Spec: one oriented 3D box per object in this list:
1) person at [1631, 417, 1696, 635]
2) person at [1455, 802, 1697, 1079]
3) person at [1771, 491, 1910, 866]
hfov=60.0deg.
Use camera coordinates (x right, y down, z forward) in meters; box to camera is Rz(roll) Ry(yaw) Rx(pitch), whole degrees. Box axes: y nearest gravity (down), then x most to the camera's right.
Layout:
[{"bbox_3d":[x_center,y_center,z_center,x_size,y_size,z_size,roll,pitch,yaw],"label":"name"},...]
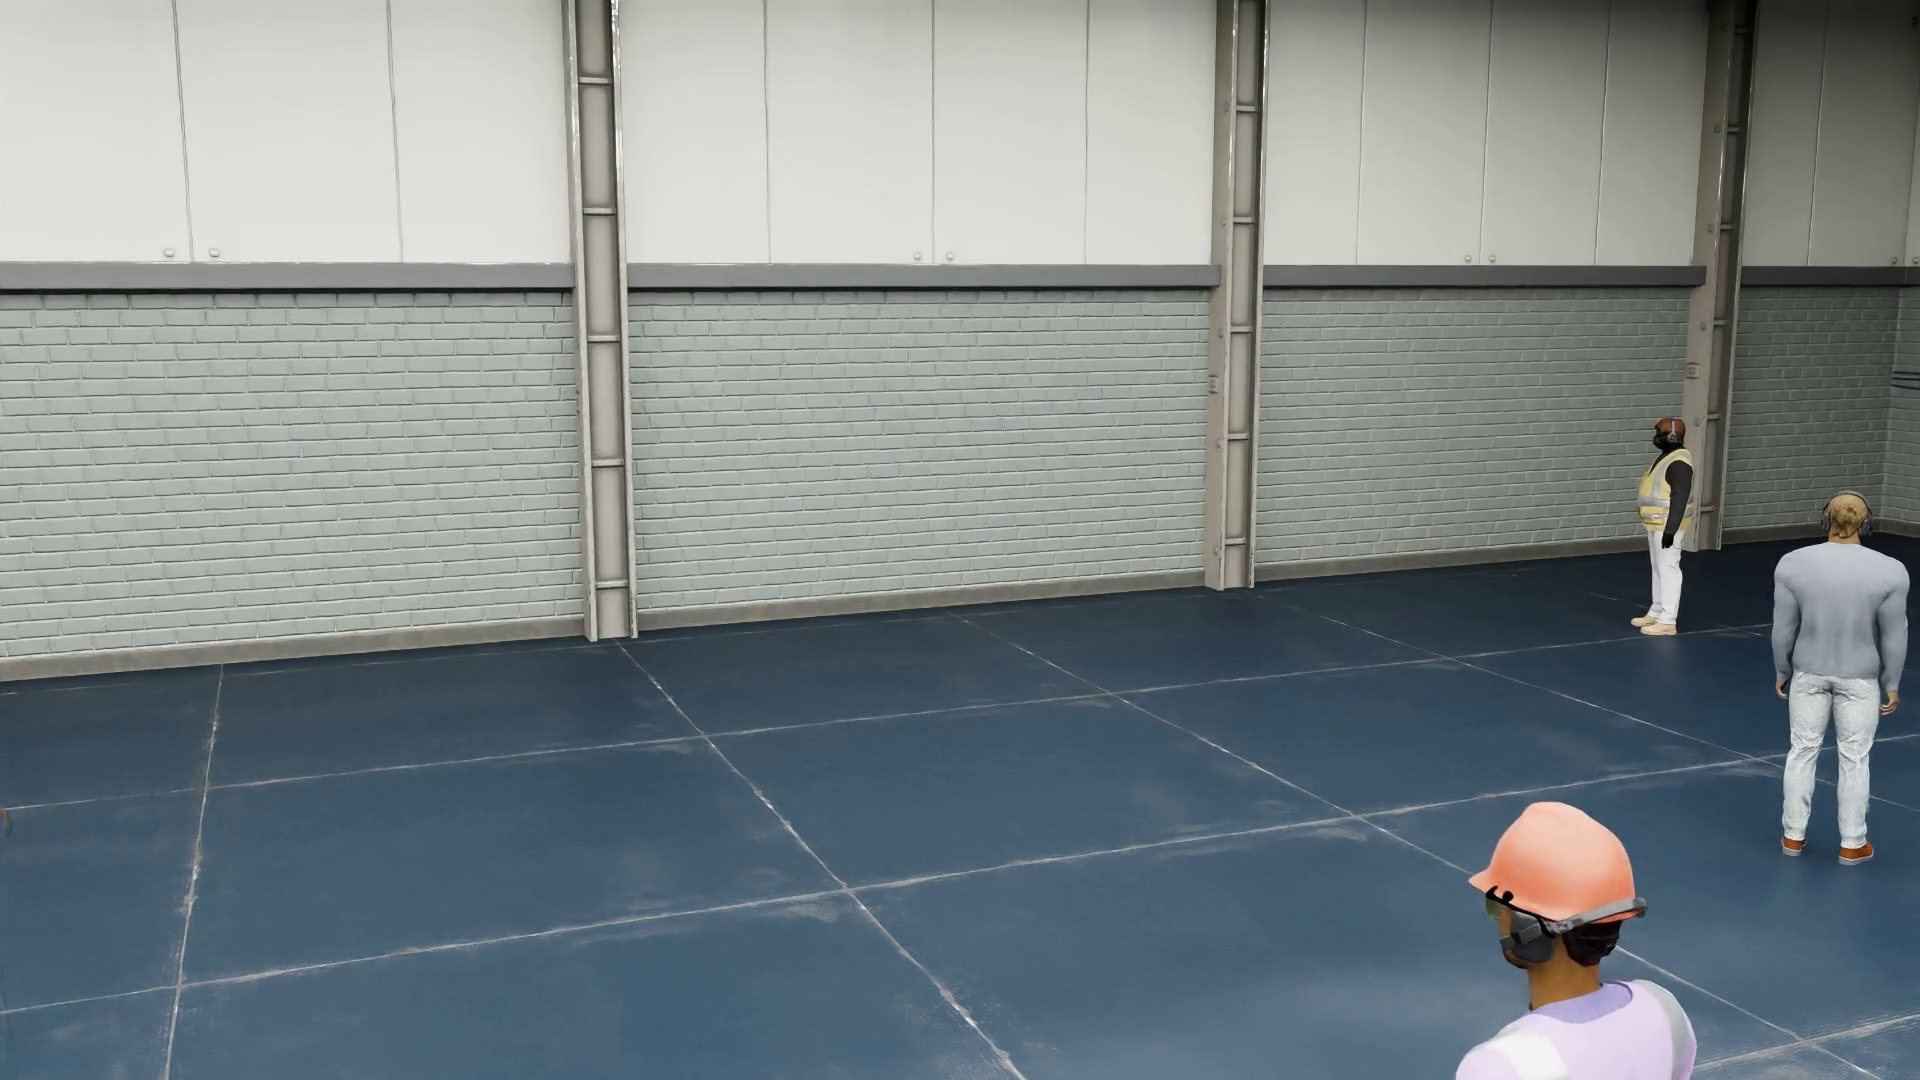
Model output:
[{"bbox_3d":[5.961,-0.119,14.089,0.429,1.844,0.626,2,9,11],"label":"person"},{"bbox_3d":[1.126,1.509,3.232,0.609,2.043,0.397,-6,11,-35],"label":"person"},{"bbox_3d":[4.522,0.707,8.595,0.632,1.940,0.372,7,11,36],"label":"person"}]
